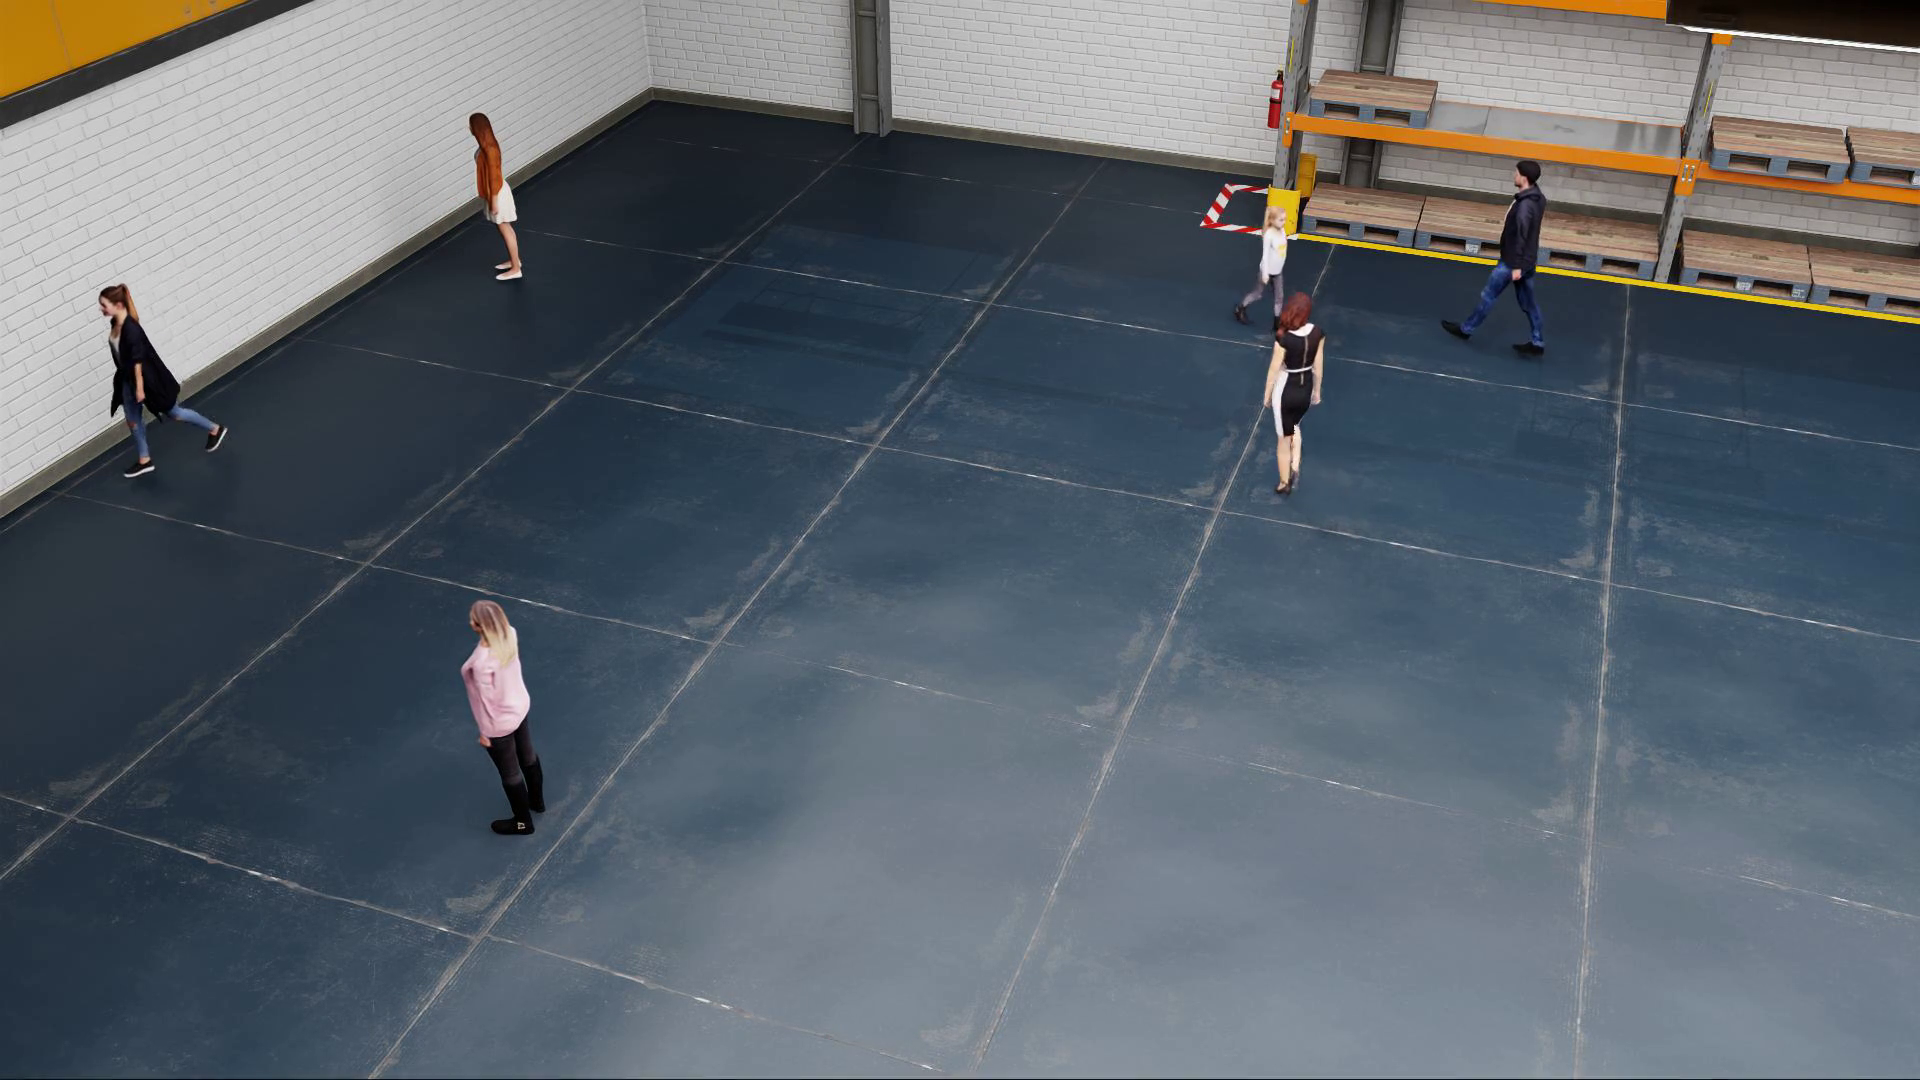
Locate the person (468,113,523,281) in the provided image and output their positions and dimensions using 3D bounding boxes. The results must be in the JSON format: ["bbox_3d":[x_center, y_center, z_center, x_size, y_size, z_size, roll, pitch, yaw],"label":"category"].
[{"bbox_3d":[-4.655,-3.483,16.775,0.740,1.717,0.705,-9,35,-13],"label":"person"}]

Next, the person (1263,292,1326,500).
[{"bbox_3d":[2.660,-1.077,13.090,0.726,1.790,0.796,-10,35,-15],"label":"person"}]

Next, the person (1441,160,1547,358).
[{"bbox_3d":[5.185,-2.512,15.210,1.292,1.832,0.917,21,39,29],"label":"person"}]

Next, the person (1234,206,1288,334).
[{"bbox_3d":[2.900,-2.583,15.829,0.767,1.265,0.958,-25,41,-33],"label":"person"}]

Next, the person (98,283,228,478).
[{"bbox_3d":[-6.559,-1.328,13.600,1.126,1.642,0.974,28,43,35],"label":"person"}]

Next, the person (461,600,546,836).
[{"bbox_3d":[-2.725,1.051,9.979,0.571,1.688,0.619,7,34,11],"label":"person"}]
